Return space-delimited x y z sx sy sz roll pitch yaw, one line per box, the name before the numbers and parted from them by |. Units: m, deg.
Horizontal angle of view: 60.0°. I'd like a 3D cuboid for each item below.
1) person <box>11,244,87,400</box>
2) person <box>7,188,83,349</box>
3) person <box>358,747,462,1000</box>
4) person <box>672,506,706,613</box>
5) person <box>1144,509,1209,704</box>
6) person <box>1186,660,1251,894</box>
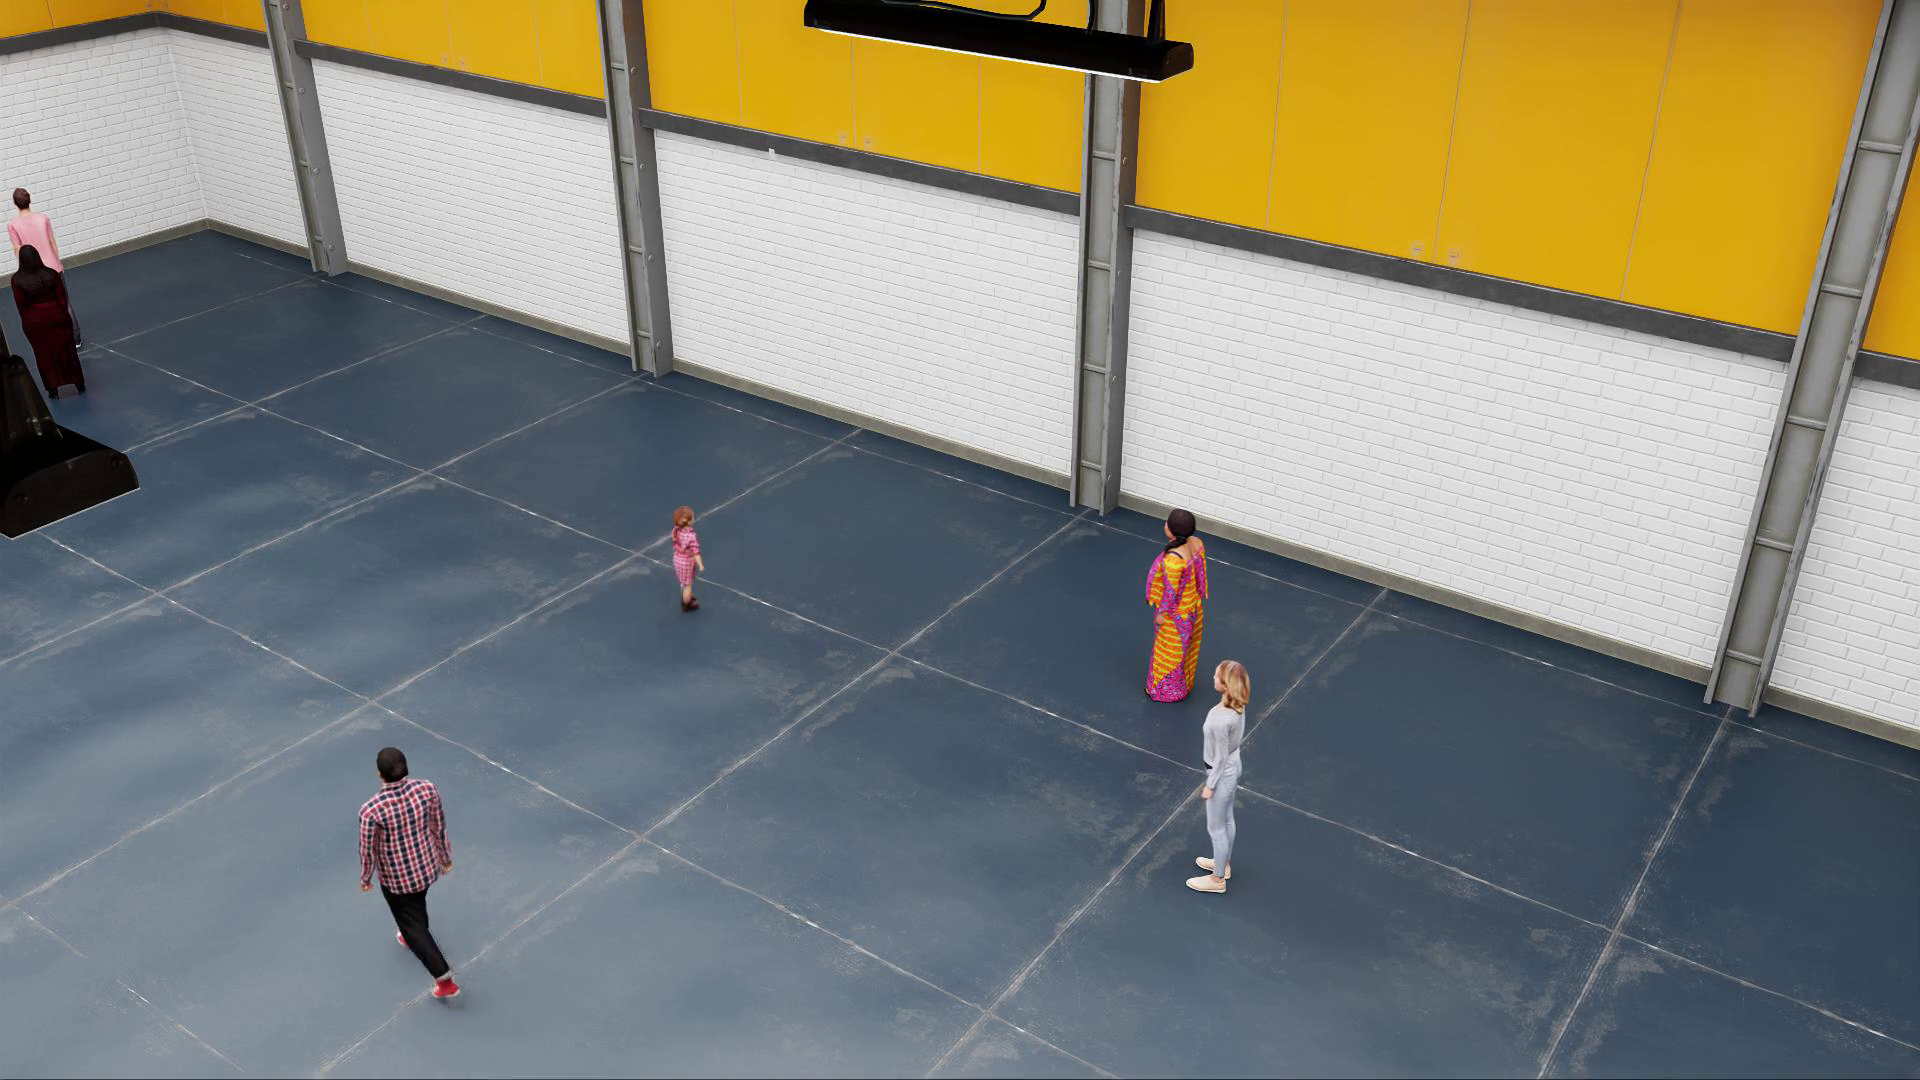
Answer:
person | -10.099 -2.418 18.395 0.741 1.757 0.715 -19 34 -31
person | -10.796 -3.173 19.569 0.686 1.958 0.635 -23 36 -35
person | -3.356 2.056 10.200 1.098 1.750 0.746 21 35 34
person | -2.408 0.185 14.400 0.384 1.014 0.492 19 34 31
person | 1.691 0.478 13.160 0.664 1.686 0.657 15 32 26
person | 1.742 1.565 11.053 0.573 1.796 0.629 12 31 20
